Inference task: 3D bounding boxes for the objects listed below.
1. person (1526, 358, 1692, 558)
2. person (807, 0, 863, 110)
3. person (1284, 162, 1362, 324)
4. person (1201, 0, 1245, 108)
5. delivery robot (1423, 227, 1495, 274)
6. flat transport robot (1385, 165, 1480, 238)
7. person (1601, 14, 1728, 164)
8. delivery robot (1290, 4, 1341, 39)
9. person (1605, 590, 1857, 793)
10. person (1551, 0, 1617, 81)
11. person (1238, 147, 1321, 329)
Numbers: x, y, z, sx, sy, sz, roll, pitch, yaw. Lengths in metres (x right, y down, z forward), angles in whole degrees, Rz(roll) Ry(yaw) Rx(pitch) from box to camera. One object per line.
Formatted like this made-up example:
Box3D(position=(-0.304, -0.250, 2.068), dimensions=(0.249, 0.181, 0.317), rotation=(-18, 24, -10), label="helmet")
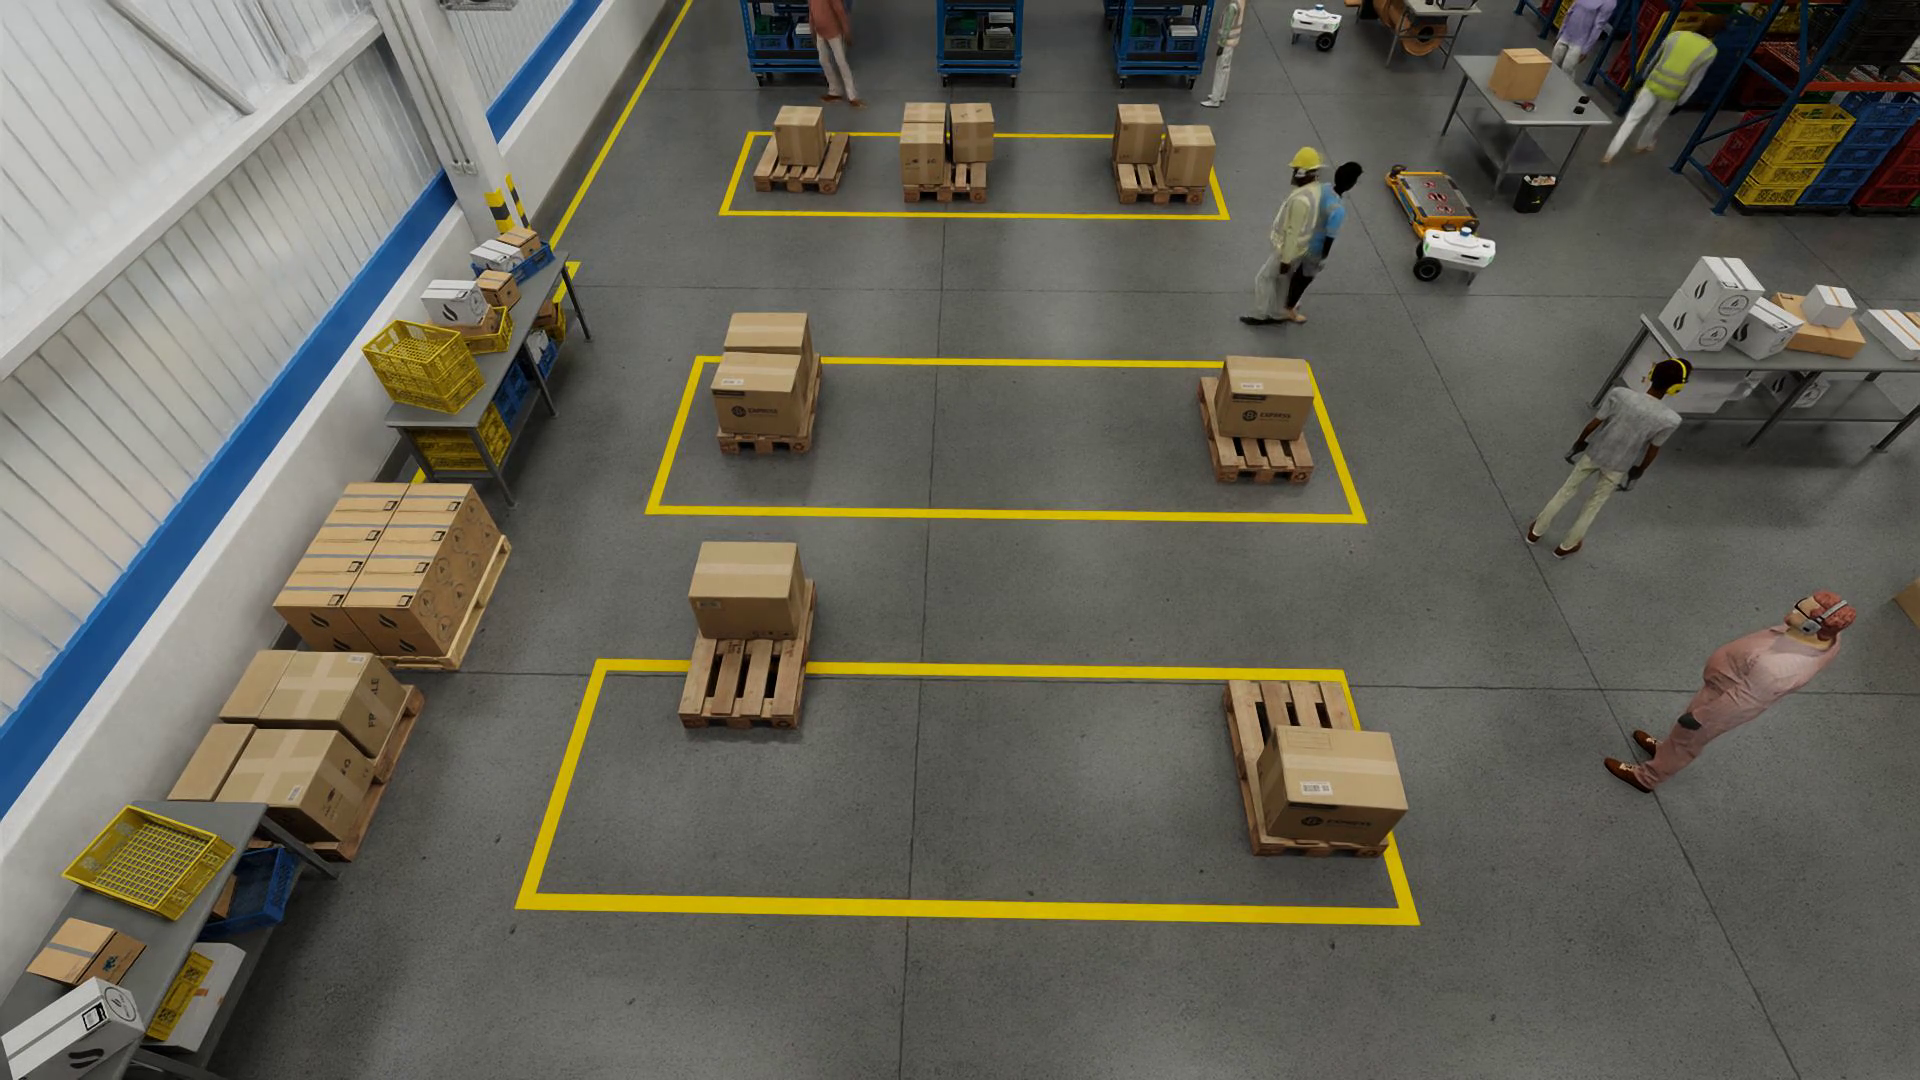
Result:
Box3D(position=(4.930, -0.605, 6.994), dimensions=(0.323, 1.862, 0.518), rotation=(-34, 57, -26), label="person")
Box3D(position=(-1.719, -6.814, 12.319), dimensions=(0.792, 1.944, 0.442), rotation=(33, 57, 25), label="person")
Box3D(position=(3.572, -2.947, 9.140), dimensions=(0.369, 1.677, 0.552), rotation=(0, 49, 0), label="person")
Box3D(position=(3.646, -6.790, 12.499), dimensions=(0.316, 1.632, 0.526), rotation=(20, 52, 16), label="person")
Box3D(position=(5.440, -3.174, 10.017), dimensions=(0.707, 0.478, 0.477), rotation=(17, 51, 14), label="delivery robot")
Box3D(position=(5.692, -4.094, 11.059), dimensions=(0.652, 0.197, 1.431), rotation=(1, 49, 1), label="flat transport robot")
Box3D(position=(8.715, -5.566, 11.353), dimensions=(0.975, 1.775, 0.686), rotation=(-34, 57, -26), label="person")
Box3D(position=(5.509, -8.034, 14.223), dimensions=(0.707, 0.478, 0.477), rotation=(16, 51, 13), label="delivery robot")
Box3D(position=(4.701, 0.946, 5.622), dimensions=(0.643, 1.909, 0.409), rotation=(-27, 54, -21), label="person")
Box3D(position=(8.131, -6.593, 12.133), dimensions=(0.358, 1.932, 0.629), rotation=(-9, 50, -8), label="person")
Box3D(position=(3.185, -2.930, 9.052), dimensions=(0.552, 1.792, 0.675), rotation=(20, 52, 17), label="person")
